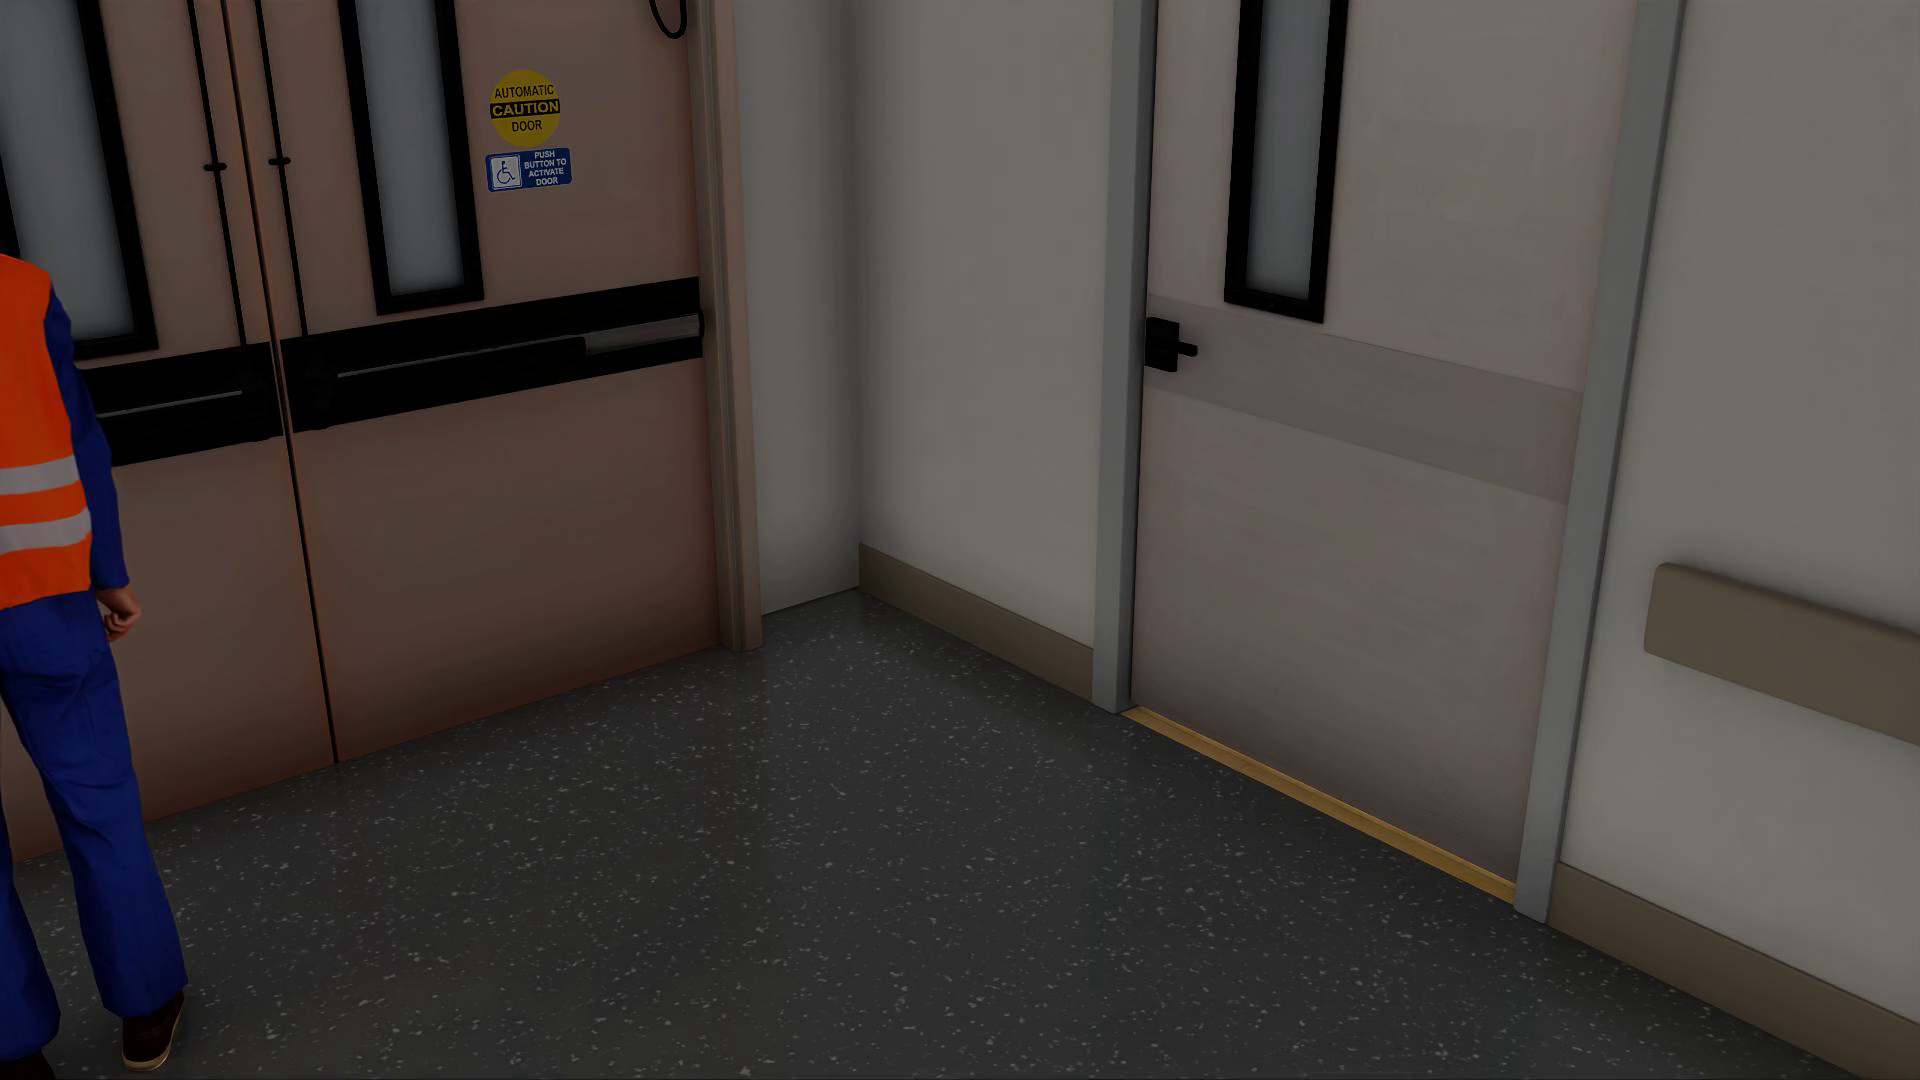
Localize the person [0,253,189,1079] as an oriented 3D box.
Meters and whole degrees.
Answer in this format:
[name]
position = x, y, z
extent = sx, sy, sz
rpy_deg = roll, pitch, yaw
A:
[person]
position = -1.715, 0.133, 2.890
extent = 0.692, 1.862, 0.592
rpy_deg = -15, 26, -35
